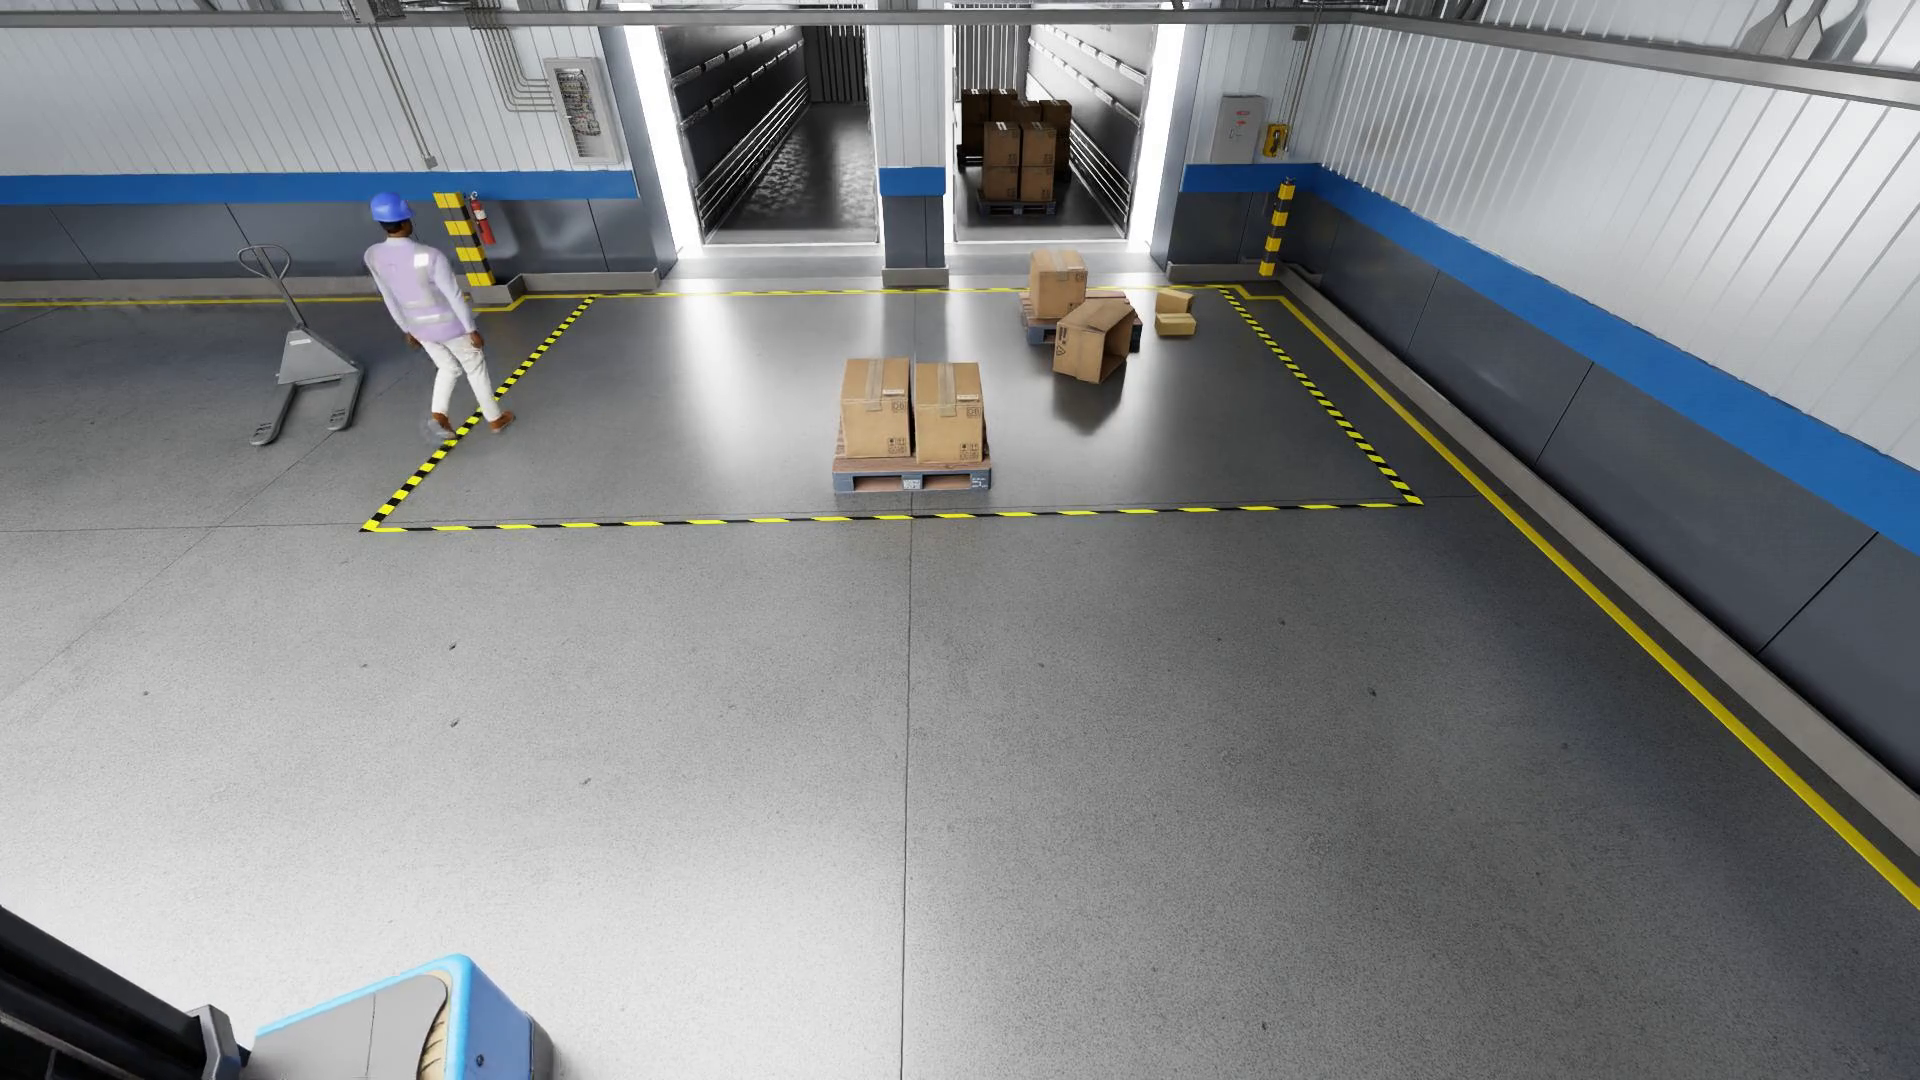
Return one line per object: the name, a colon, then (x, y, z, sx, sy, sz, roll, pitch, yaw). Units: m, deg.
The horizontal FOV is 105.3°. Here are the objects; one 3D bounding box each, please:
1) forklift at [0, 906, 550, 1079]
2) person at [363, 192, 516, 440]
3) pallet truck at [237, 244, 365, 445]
forklift: (-1.816, 1.397, 1.776, 0.776, 2.013, 0.716, -16, 41, -19)
person: (-4.092, -1.634, 5.693, 0.610, 1.926, 0.708, 3, 39, 4)
pallet truck: (-5.915, -1.733, 6.366, 0.680, 1.201, 1.601, -18, 42, -21)
